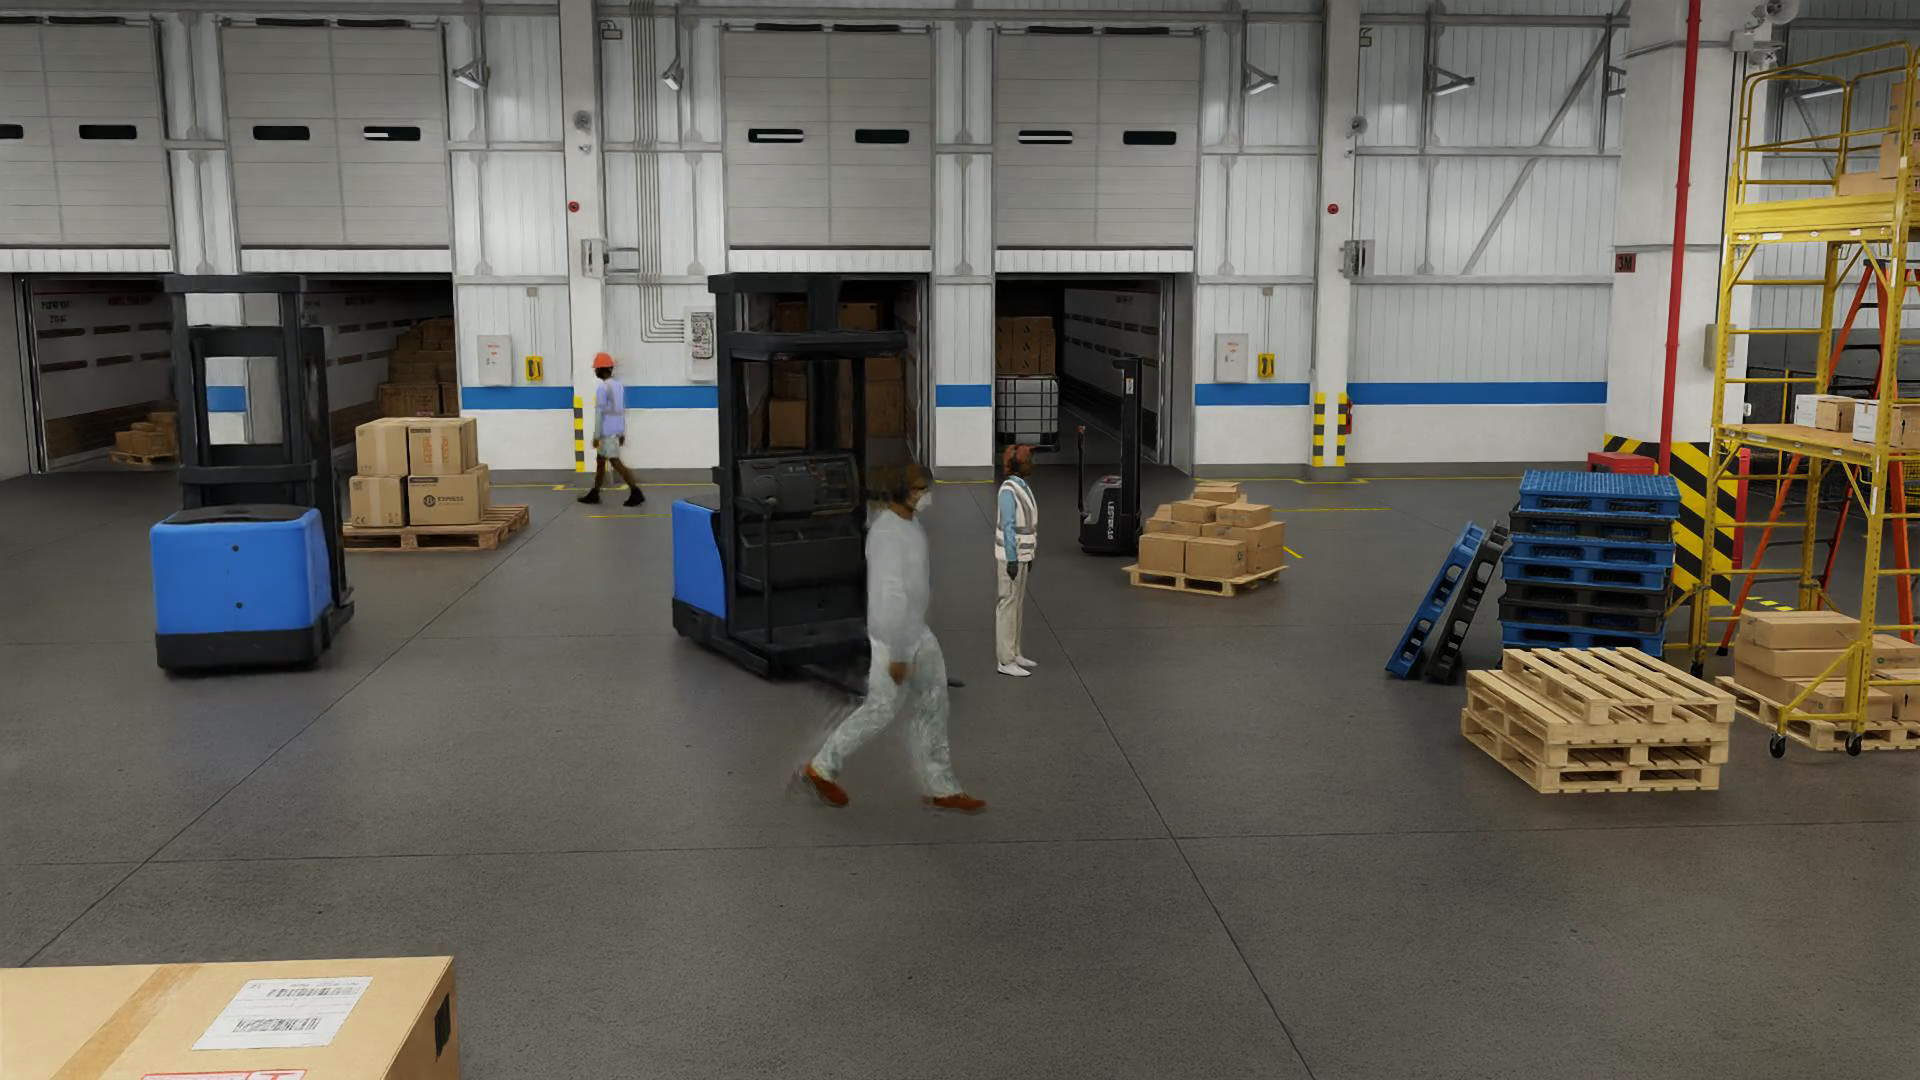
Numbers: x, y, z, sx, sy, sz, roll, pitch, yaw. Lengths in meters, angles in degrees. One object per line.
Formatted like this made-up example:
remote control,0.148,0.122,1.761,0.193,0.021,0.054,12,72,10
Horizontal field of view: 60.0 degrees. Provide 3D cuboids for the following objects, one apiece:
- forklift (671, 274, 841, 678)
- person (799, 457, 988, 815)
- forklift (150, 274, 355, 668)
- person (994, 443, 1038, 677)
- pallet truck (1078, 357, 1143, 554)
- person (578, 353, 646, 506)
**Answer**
forklift,-1.353,-0.572,12.340,1.129,2.768,1.873,-6,11,-31
person,-0.370,0.506,8.659,0.959,1.904,0.643,2,9,13
forklift,-5.313,-0.585,12.423,1.129,2.768,1.873,-2,9,-12
person,0.397,0.133,11.787,0.310,1.642,0.514,2,9,13
pallet truck,2.088,-0.836,16.757,1.885,1.965,0.823,2,9,13
person,-4.274,-1.349,20.367,0.967,1.885,0.555,2,9,13
